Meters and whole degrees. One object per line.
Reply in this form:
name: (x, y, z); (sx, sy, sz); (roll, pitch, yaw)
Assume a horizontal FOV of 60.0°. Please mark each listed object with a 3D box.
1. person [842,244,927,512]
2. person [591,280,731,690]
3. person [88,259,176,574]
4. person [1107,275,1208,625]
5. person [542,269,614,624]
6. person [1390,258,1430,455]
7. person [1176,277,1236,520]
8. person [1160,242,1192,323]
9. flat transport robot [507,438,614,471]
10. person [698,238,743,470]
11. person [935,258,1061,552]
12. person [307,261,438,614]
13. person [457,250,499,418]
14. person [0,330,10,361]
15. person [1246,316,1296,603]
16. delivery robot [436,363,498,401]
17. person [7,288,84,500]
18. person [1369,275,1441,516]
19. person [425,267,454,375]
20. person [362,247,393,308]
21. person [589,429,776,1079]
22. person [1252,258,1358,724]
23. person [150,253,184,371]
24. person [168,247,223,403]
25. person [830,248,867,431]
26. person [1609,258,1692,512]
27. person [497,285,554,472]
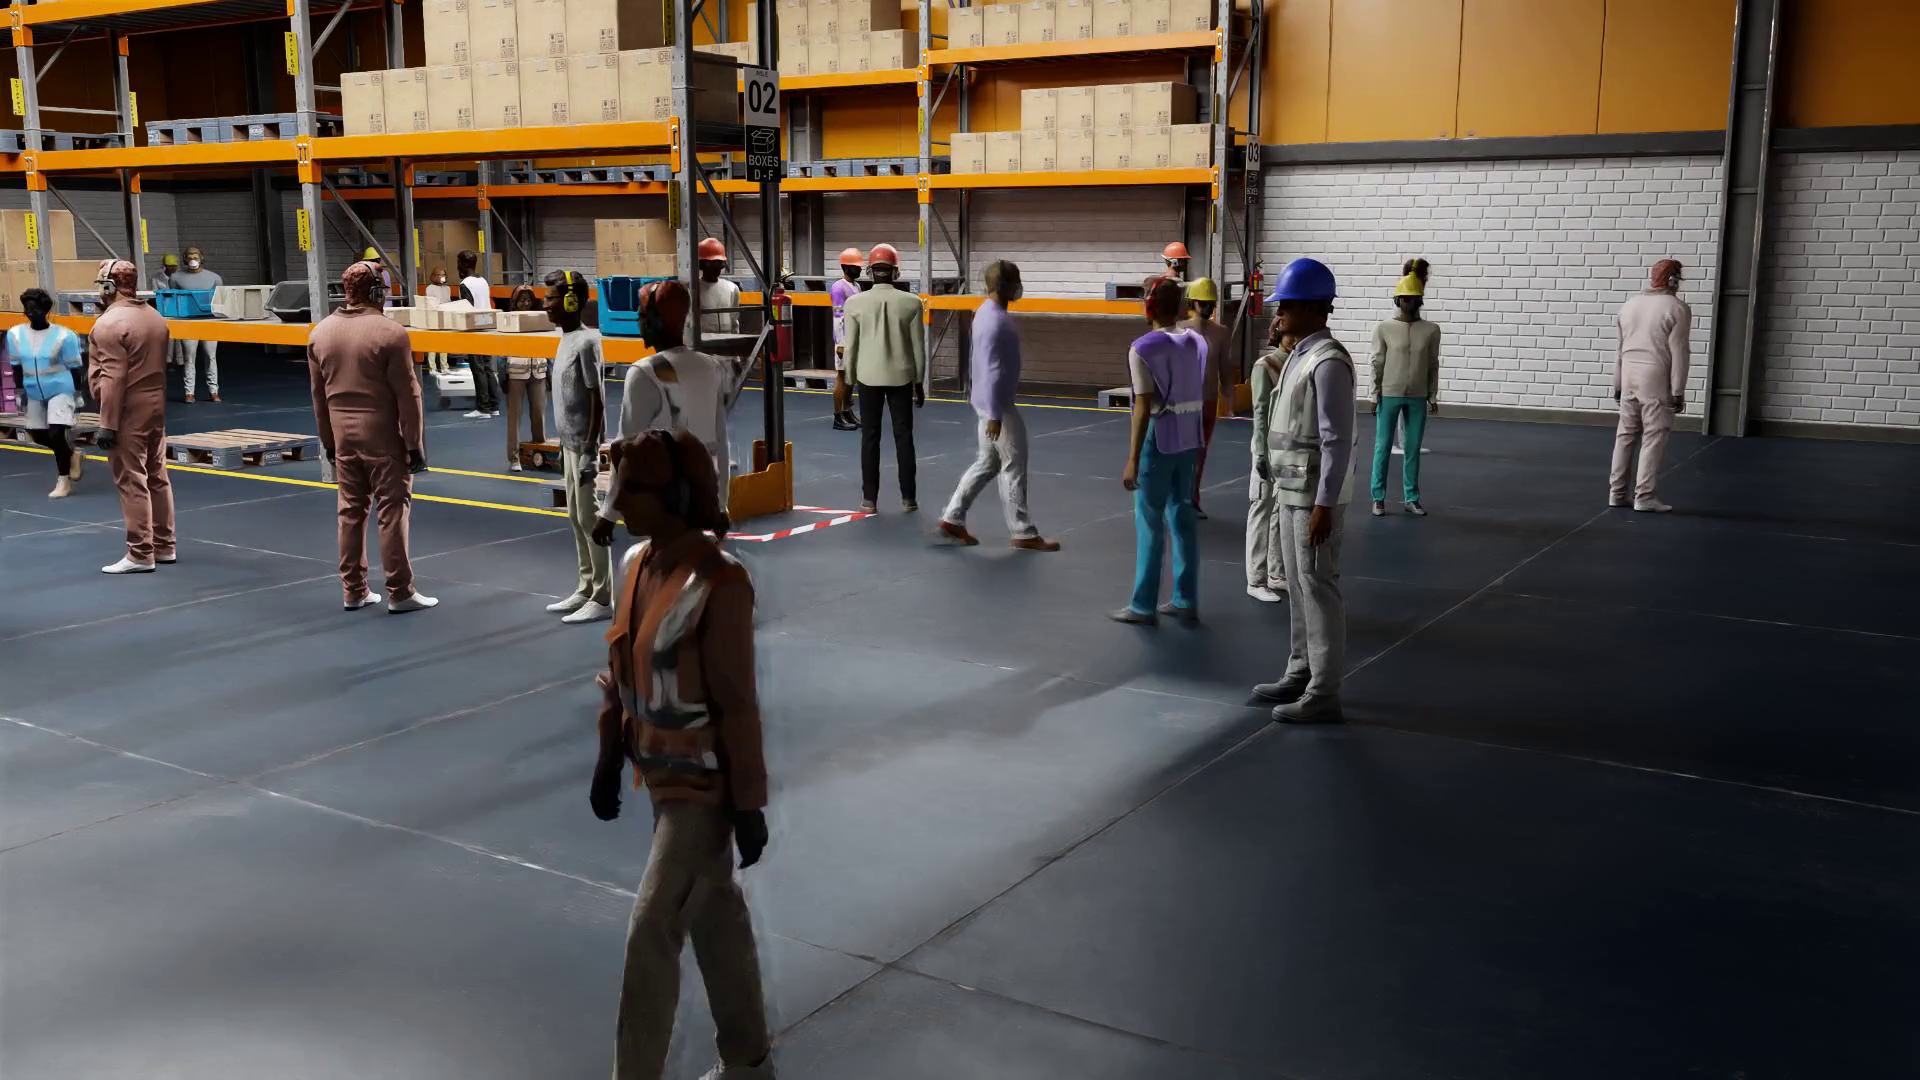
person: (-0.565, -1.194, 12.397); (0.632, 1.989, 0.410); (-1, 10, -4)
person: (-1.316, -0.145, 6.964); (0.891, 1.851, 0.582); (4, 11, 21)
person: (-5.081, -0.751, 10.164); (0.409, 1.906, 0.652); (0, 10, 2)
person: (1.041, -0.457, 8.772); (0.495, 1.843, 0.580); (10, 14, 44)
person: (-2.035, -0.491, 8.828); (0.310, 1.869, 0.531); (-5, 11, -26)
person: (4.240, -1.734, 15.748); (0.369, 1.869, 0.545); (3, 11, 17)
person: (1.739, -1.005, 11.979); (0.551, 1.747, 0.481); (-5, 11, -24)
person: (2.330, -2.257, 18.260); (0.383, 1.996, 0.609); (0, 10, -2)
flat transport robot: (-3.291, -0.770, 14.804); (1.431, 0.197, 0.652); (7, 12, 33)
person: (-2.165, -1.612, 14.564); (0.615, 2.039, 0.395); (-8, 13, -38)
person: (0.230, -0.870, 10.833); (0.727, 1.931, 0.646); (0, 10, -1)
person: (-3.177, -0.548, 9.038); (0.651, 1.907, 0.409); (3, 11, 19)
person: (-5.526, -2.350, 19.030); (0.404, 1.909, 0.592); (1, 10, 6)
person: (-13.496, -3.159, 23.684); (1.017, 1.847, 0.654); (-4, 11, -20)
person: (1.812, -0.476, 9.394); (0.313, 1.635, 0.513); (10, 14, 43)
delivery robot: (-5.880, -1.870, 19.848); (0.707, 0.478, 0.477); (-3, 11, -15)
person: (-7.154, -1.173, 13.164); (0.524, 1.658, 0.605); (0, 10, 0)
person: (3.263, -1.054, 12.223); (0.525, 1.772, 0.309); (-1, 10, -4)
person: (-7.817, -3.286, 25.001); (0.285, 1.626, 0.495); (5, 11, 24)
person: (-8.487, -3.303, 24.277); (0.396, 1.919, 0.590); (0, 10, 3)
person: (-0.703, 0.568, 3.672); (0.723, 1.610, 0.535); (-7, 12, -32)
person: (1.457, -0.202, 7.007); (0.406, 1.945, 0.614); (-1, 10, -3)
person: (-12.109, -3.498, 25.651); (0.439, 1.815, 0.611); (8, 13, 38)
person: (-9.488, -2.672, 20.717); (0.627, 1.941, 0.372); (-5, 11, -25)
person: (-1.163, -2.143, 17.794); (0.375, 1.935, 0.551); (4, 11, 20)
person: (5.186, -1.155, 12.466); (0.407, 1.889, 0.664); (-5, 11, -26)
person: (-3.820, -1.420, 14.632); (0.516, 1.634, 0.312); (-8, 13, -39)
